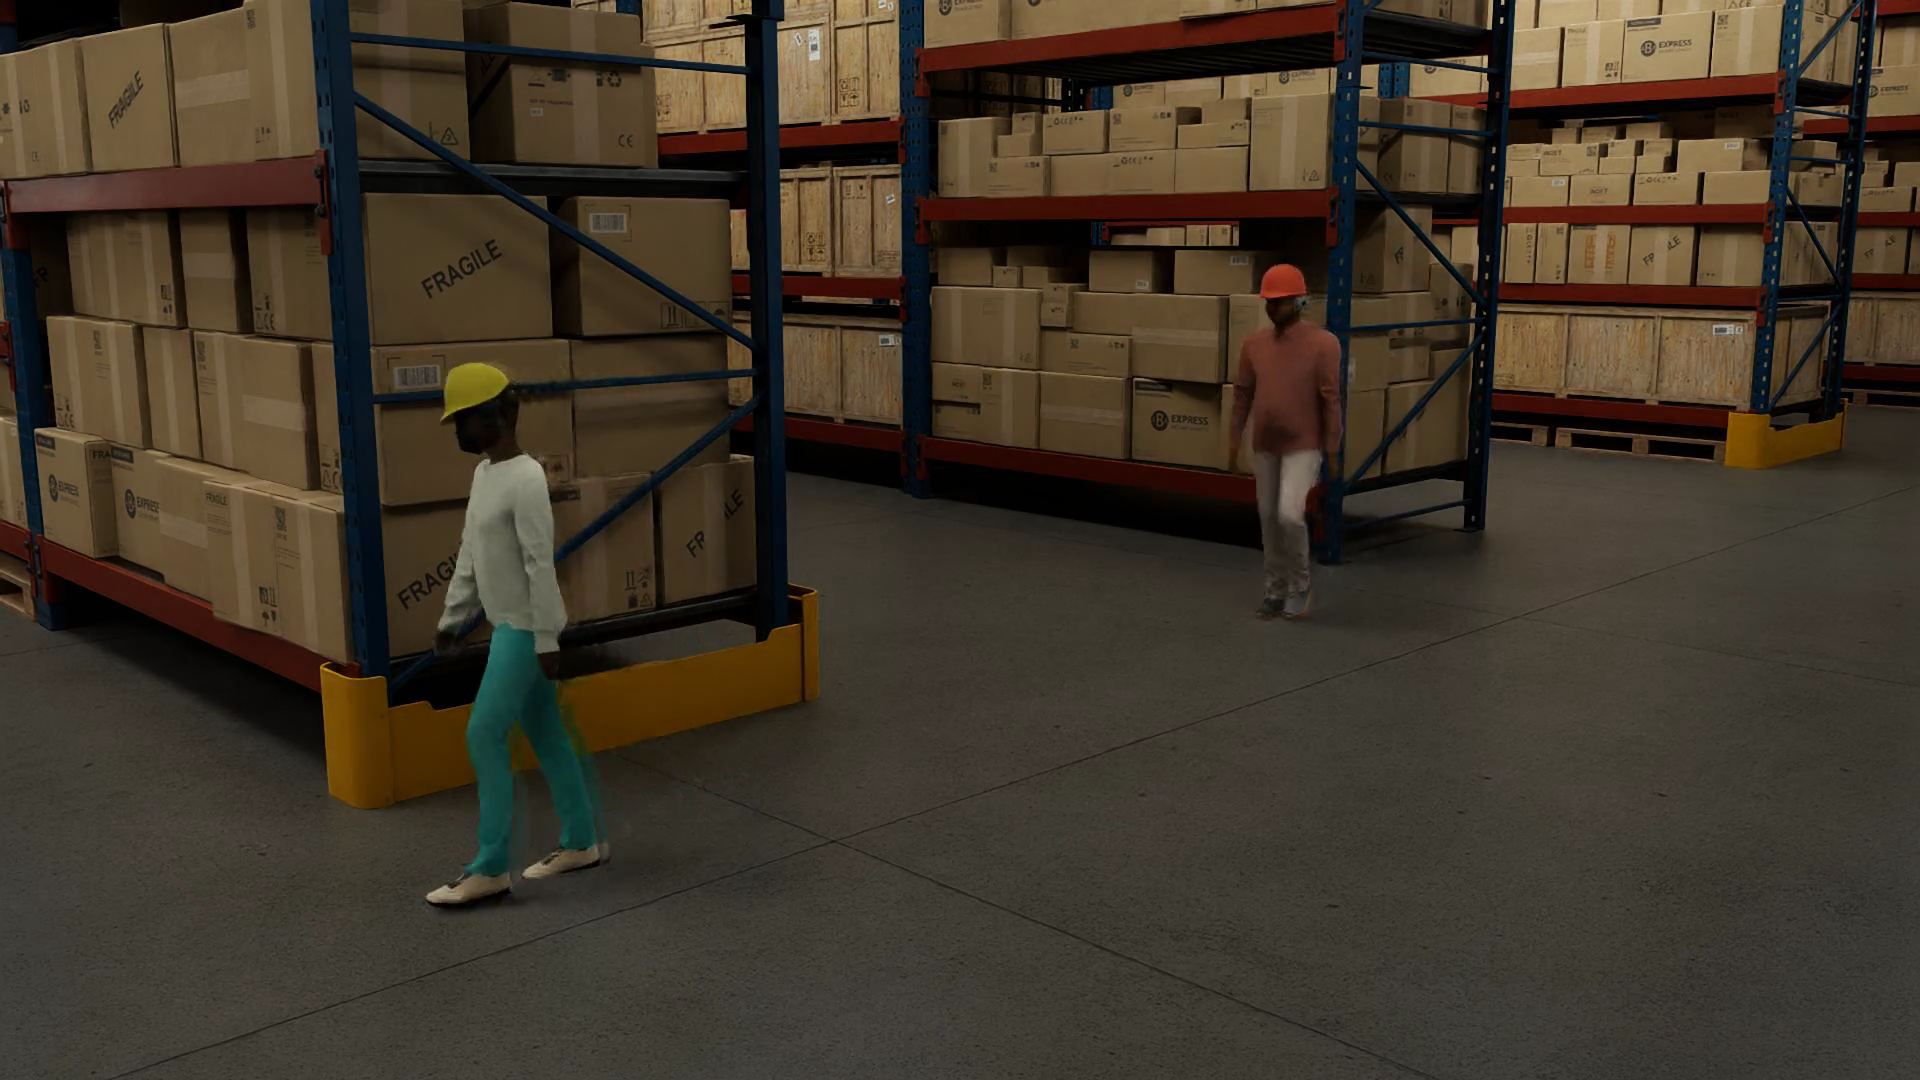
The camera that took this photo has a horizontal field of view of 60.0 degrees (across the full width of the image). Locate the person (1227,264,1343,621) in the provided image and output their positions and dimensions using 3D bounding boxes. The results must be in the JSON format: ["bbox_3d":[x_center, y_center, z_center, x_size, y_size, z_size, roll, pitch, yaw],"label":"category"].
[{"bbox_3d":[1.763,-0.517,9.135,0.651,1.974,0.458,9,14,40],"label":"person"}]

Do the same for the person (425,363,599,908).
[{"bbox_3d":[-1.525,0.300,5.392,0.719,1.721,0.547,-5,12,-27],"label":"person"}]
